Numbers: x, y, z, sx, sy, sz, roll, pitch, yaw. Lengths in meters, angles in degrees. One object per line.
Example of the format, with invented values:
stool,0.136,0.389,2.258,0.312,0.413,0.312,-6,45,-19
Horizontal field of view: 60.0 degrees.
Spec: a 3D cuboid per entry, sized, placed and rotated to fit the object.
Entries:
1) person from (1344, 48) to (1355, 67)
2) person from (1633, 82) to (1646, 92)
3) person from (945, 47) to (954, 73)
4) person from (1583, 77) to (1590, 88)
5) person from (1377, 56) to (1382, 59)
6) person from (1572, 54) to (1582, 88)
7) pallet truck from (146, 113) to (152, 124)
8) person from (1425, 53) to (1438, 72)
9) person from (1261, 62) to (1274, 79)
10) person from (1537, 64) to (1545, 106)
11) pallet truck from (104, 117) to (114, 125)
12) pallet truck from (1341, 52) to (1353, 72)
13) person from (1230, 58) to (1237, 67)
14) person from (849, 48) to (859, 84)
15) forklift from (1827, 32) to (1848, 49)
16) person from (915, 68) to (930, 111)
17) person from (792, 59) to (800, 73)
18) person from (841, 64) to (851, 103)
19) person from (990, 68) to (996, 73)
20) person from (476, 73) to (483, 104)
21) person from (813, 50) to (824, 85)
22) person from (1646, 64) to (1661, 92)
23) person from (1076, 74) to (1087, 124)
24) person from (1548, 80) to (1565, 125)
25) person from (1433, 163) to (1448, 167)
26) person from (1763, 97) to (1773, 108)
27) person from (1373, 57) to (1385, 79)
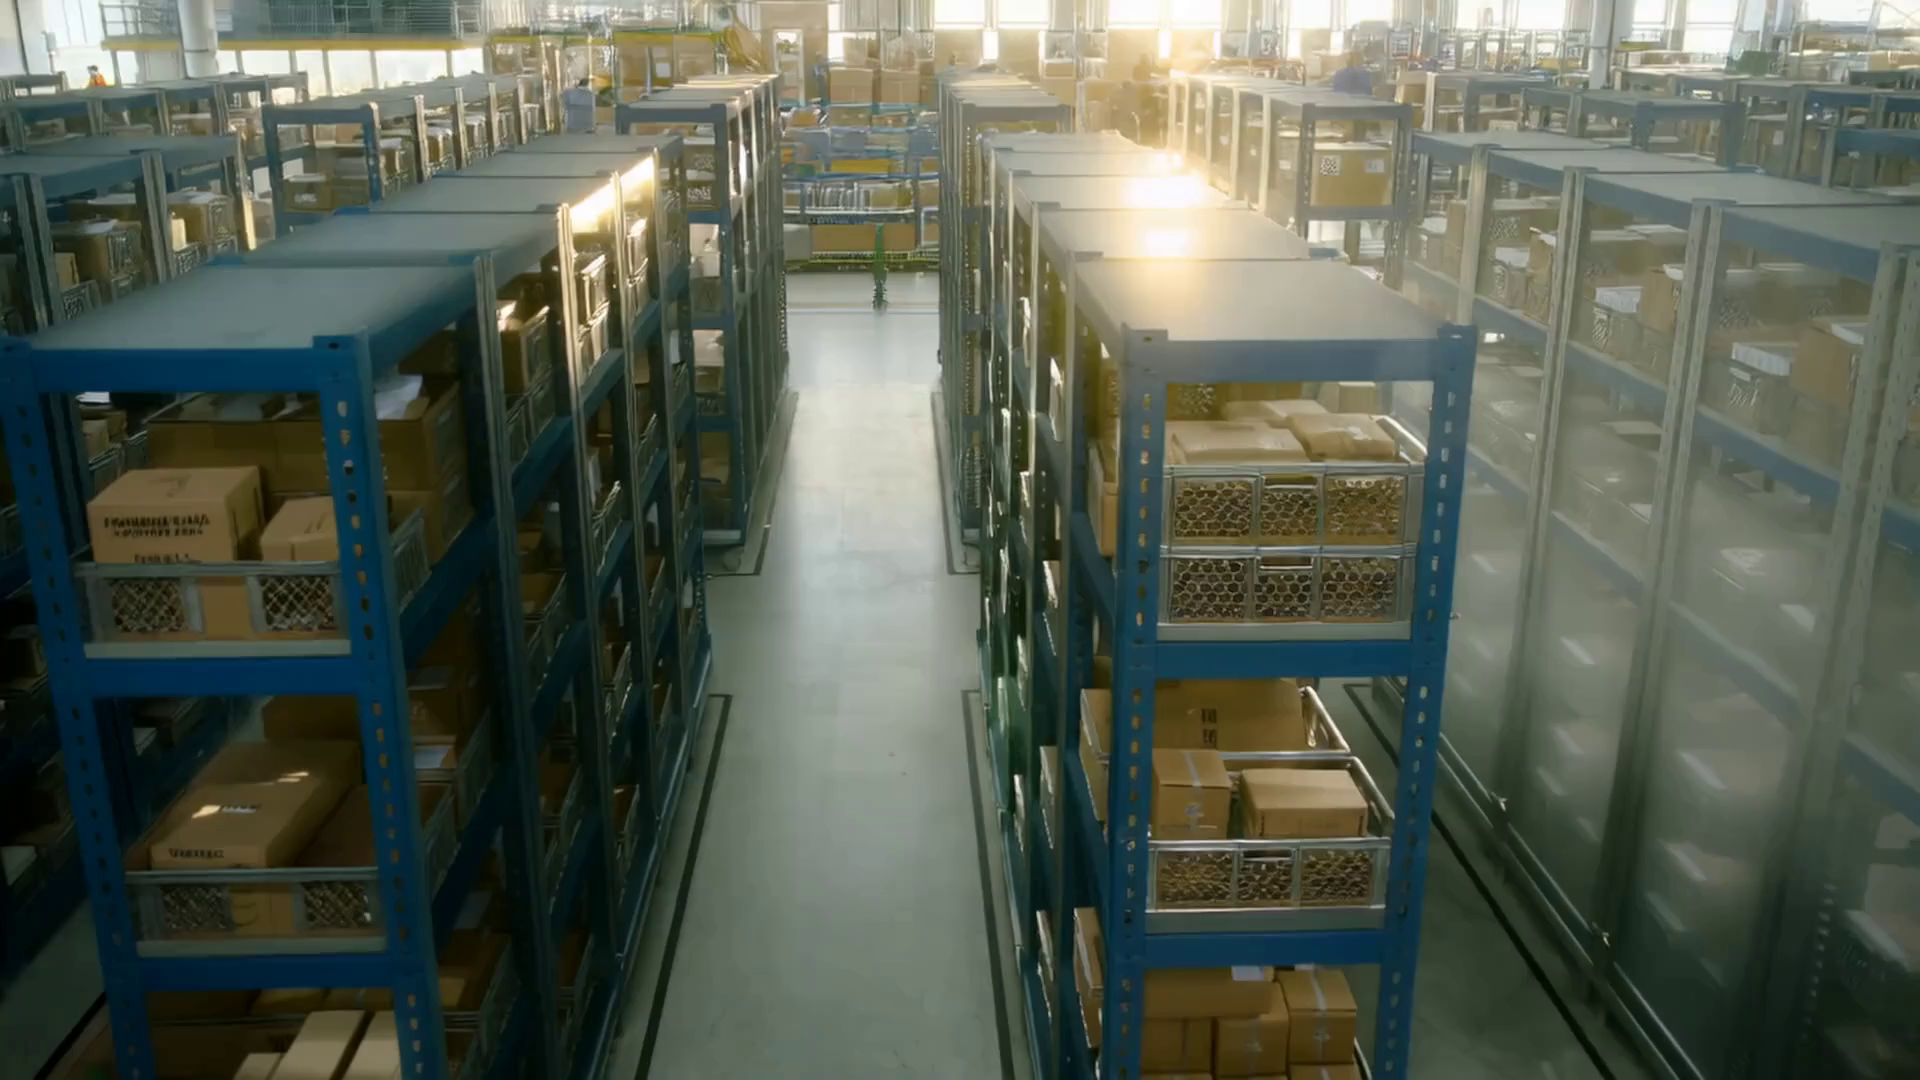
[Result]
person,21.359,-26.021,91.358,0.643,1.917,0.383,11,21,31
person,29.648,-19.900,72.411,0.666,1.896,0.933,-1,18,-2
person,-0.661,-26.428,92.544,1.028,1.935,0.652,5,19,16
person,20.797,-14.387,55.291,0.360,1.939,0.543,-6,19,-17
person,21.521,-23.951,85.324,0.739,1.670,0.538,-10,21,-29
person,29.999,-22.678,80.999,0.586,1.903,0.594,1,18,4
pallet truck,-18.087,-8.309,36.390,1.885,1.965,0.823,-1,18,-4
person,23.460,-23.275,82.824,0.647,1.911,0.736,1,18,3
person,12.991,-19.238,70.353,0.613,1.902,0.645,-6,19,-17
person,24.107,-18.853,69.247,0.514,1.860,0.325,-16,24,-40
pallet truck,-18.367,-7.885,35.078,1.885,1.965,0.823,1,18,2
pallet truck,18.794,-23.123,82.231,0.823,1.965,1.885,-13,22,-35
person,12.874,-21.777,78.353,0.970,1.816,0.545,-3,18,-10
person,-5.867,-26.130,91.667,0.559,1.914,0.541,12,21,33
forklift,46.023,-25.321,87.619,1.129,2.768,1.873,-1,18,-2
person,-1.534,-17.370,64.605,0.604,1.899,0.596,4,18,11
person,-9.153,-26.658,93.290,0.612,1.918,0.602,-2,18,-5
person,-5.037,-20.159,73.483,0.504,1.725,0.441,-8,19,-22
person,1.132,-16.962,63.288,0.986,1.932,0.599,1,18,4
person,-17.348,-15.997,60.425,0.517,1.842,0.327,-15,23,-39
person,-7.685,-25.707,90.501,0.624,1.835,0.431,-11,21,-31
person,30.457,-20.138,72.926,0.690,2.000,0.985,3,18,10
person,4.509,-16.318,61.545,0.325,1.767,0.533,-12,22,-33
person,21.745,-15.902,60.481,0.699,1.609,0.546,10,20,27
person,11.115,-8.762,38.142,0.610,1.778,0.945,0,18,1
person,21.712,-11.008,44.904,0.553,1.901,0.949,0,18,1
person,20.317,-22.571,80.853,0.619,1.802,0.960,-2,18,-6
